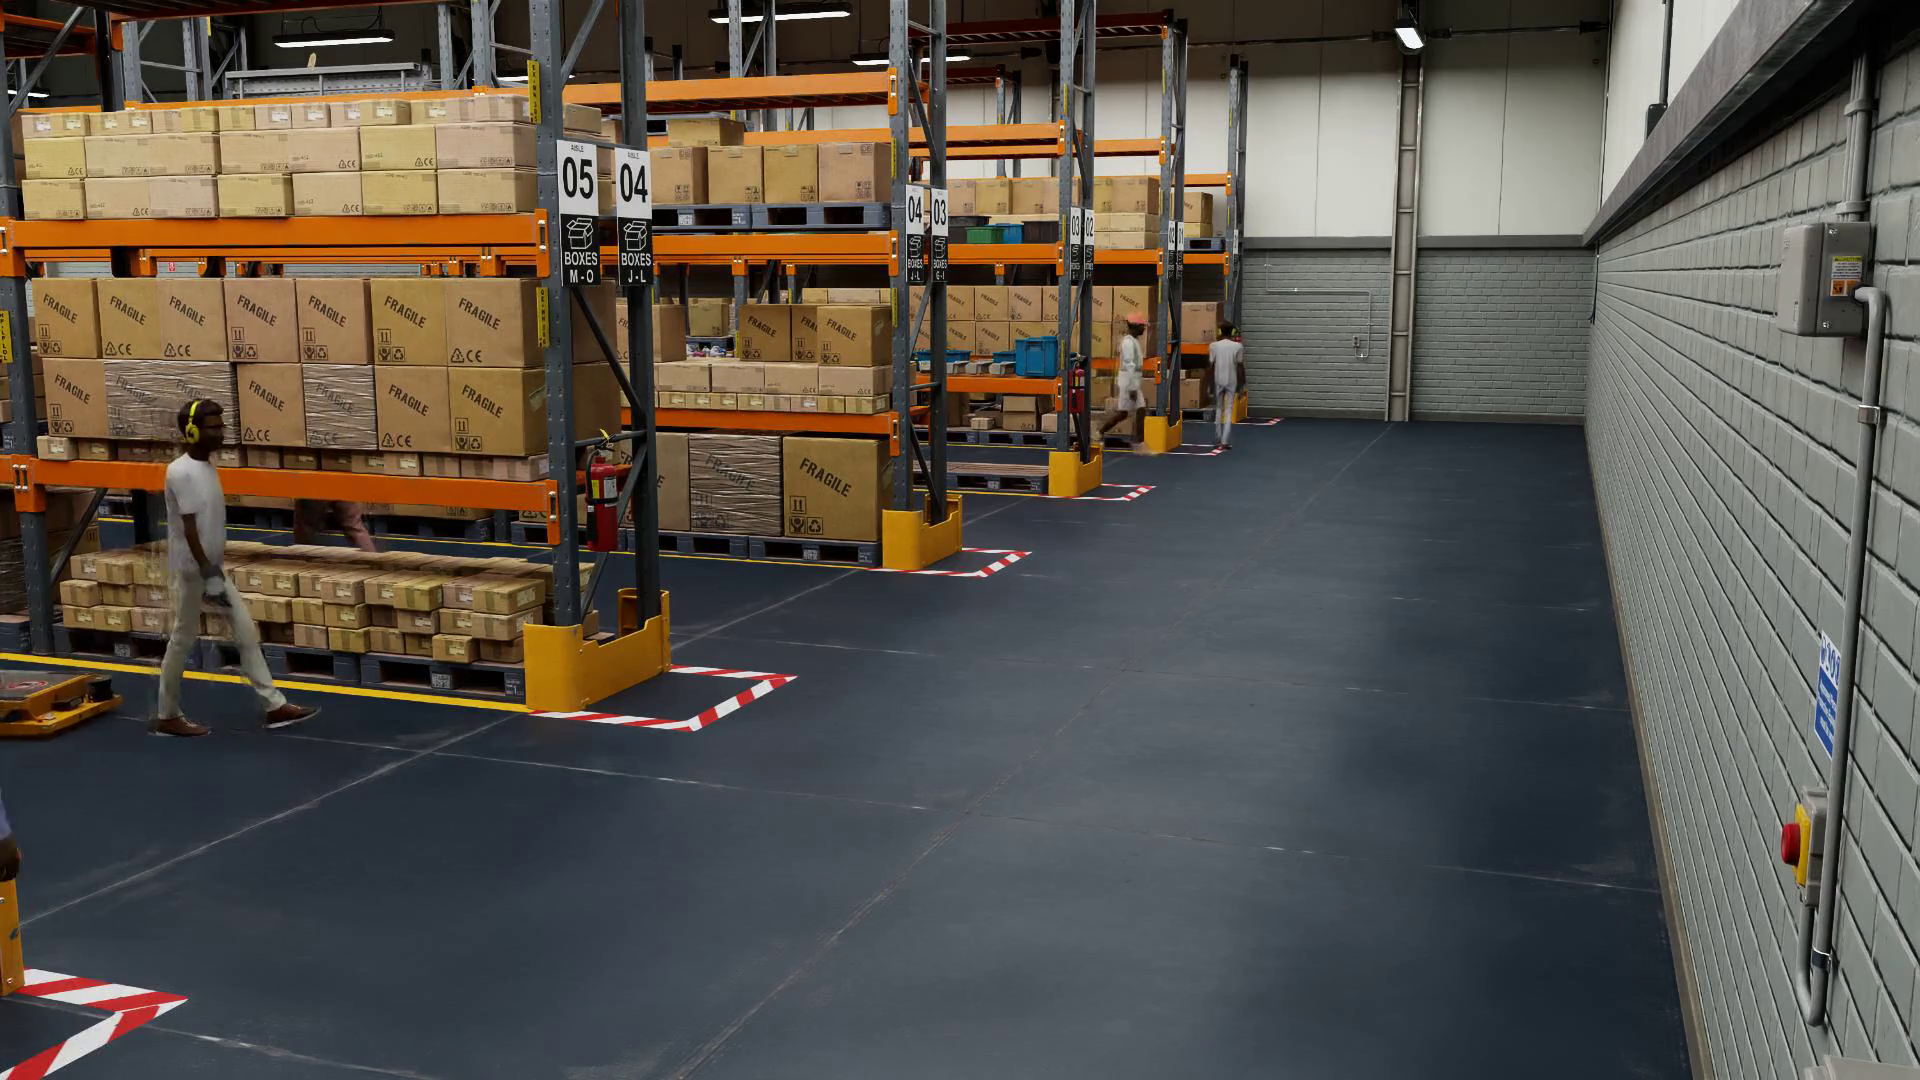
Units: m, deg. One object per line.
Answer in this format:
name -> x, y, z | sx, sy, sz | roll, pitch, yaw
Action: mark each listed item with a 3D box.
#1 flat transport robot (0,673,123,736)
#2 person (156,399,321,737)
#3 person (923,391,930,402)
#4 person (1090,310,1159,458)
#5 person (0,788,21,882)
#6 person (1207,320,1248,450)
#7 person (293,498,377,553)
flat transport robot -> -5.536, 0.891, 9.265 | 1.431, 0.197, 0.652 | 1, 9, 6
person -> -3.951, 0.172, 8.912 | 0.929, 1.830, 0.520 | 0, 9, 3
person -> -0.672, -2.748, 27.040 | 1.004, 1.866, 0.613 | 4, 10, 26
person -> 2.245, -2.123, 22.692 | 0.930, 2.007, 0.636 | 3, 10, 17
person -> -3.001, 0.802, 4.699 | 0.668, 1.912, 0.435 | 5, 10, 29
person -> 3.837, -2.211, 23.749 | 0.529, 1.843, 0.772 | 4, 10, 24
person -> -4.835, -0.453, 12.743 | 1.003, 1.863, 0.666 | 4, 10, 24
